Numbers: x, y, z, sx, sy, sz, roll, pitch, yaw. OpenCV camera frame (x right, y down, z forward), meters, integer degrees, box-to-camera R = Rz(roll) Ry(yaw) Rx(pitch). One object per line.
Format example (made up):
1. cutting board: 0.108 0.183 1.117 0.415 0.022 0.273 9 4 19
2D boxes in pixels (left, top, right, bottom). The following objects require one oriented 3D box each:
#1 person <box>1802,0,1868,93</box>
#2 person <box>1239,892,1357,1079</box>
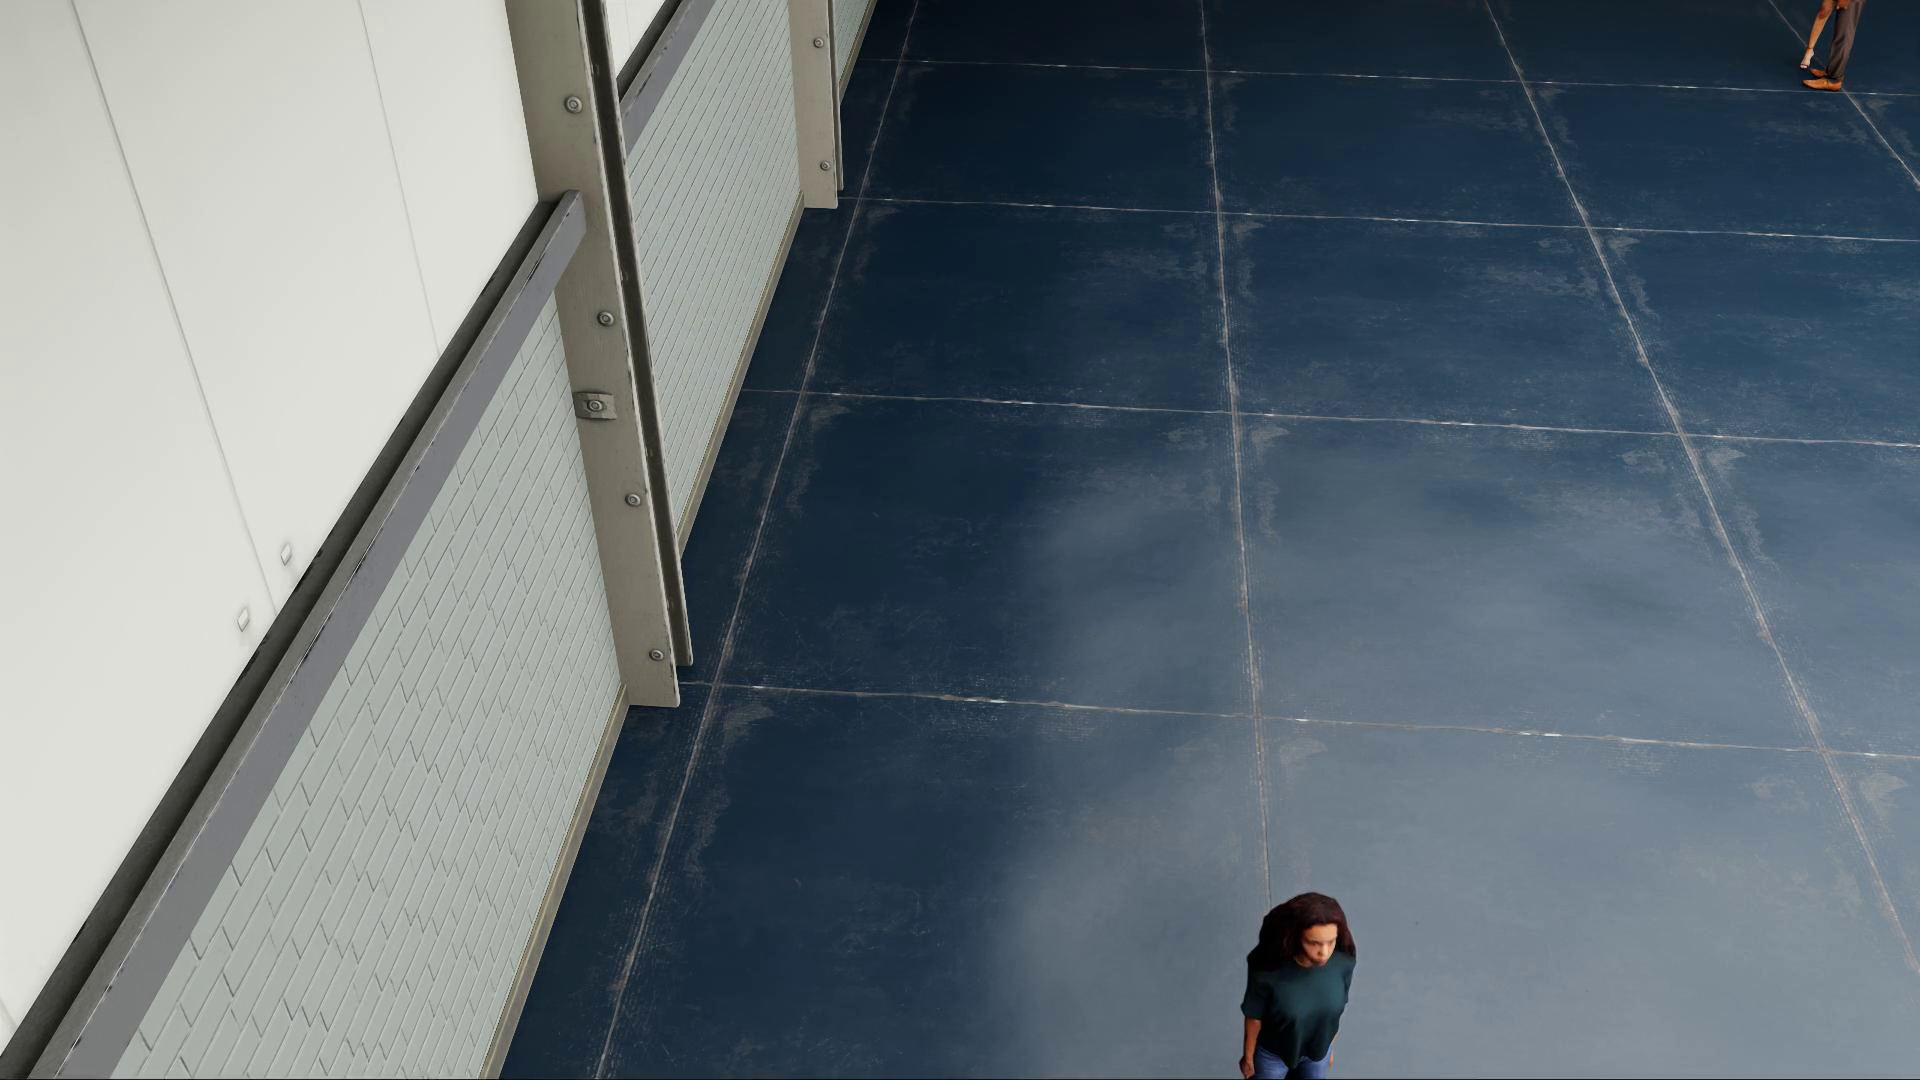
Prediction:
1. person: 8.262 -5.099 15.283 0.844 1.908 0.715 21 43 25
2. person: 1.289 1.957 6.502 0.664 1.616 0.675 -6 39 -8
